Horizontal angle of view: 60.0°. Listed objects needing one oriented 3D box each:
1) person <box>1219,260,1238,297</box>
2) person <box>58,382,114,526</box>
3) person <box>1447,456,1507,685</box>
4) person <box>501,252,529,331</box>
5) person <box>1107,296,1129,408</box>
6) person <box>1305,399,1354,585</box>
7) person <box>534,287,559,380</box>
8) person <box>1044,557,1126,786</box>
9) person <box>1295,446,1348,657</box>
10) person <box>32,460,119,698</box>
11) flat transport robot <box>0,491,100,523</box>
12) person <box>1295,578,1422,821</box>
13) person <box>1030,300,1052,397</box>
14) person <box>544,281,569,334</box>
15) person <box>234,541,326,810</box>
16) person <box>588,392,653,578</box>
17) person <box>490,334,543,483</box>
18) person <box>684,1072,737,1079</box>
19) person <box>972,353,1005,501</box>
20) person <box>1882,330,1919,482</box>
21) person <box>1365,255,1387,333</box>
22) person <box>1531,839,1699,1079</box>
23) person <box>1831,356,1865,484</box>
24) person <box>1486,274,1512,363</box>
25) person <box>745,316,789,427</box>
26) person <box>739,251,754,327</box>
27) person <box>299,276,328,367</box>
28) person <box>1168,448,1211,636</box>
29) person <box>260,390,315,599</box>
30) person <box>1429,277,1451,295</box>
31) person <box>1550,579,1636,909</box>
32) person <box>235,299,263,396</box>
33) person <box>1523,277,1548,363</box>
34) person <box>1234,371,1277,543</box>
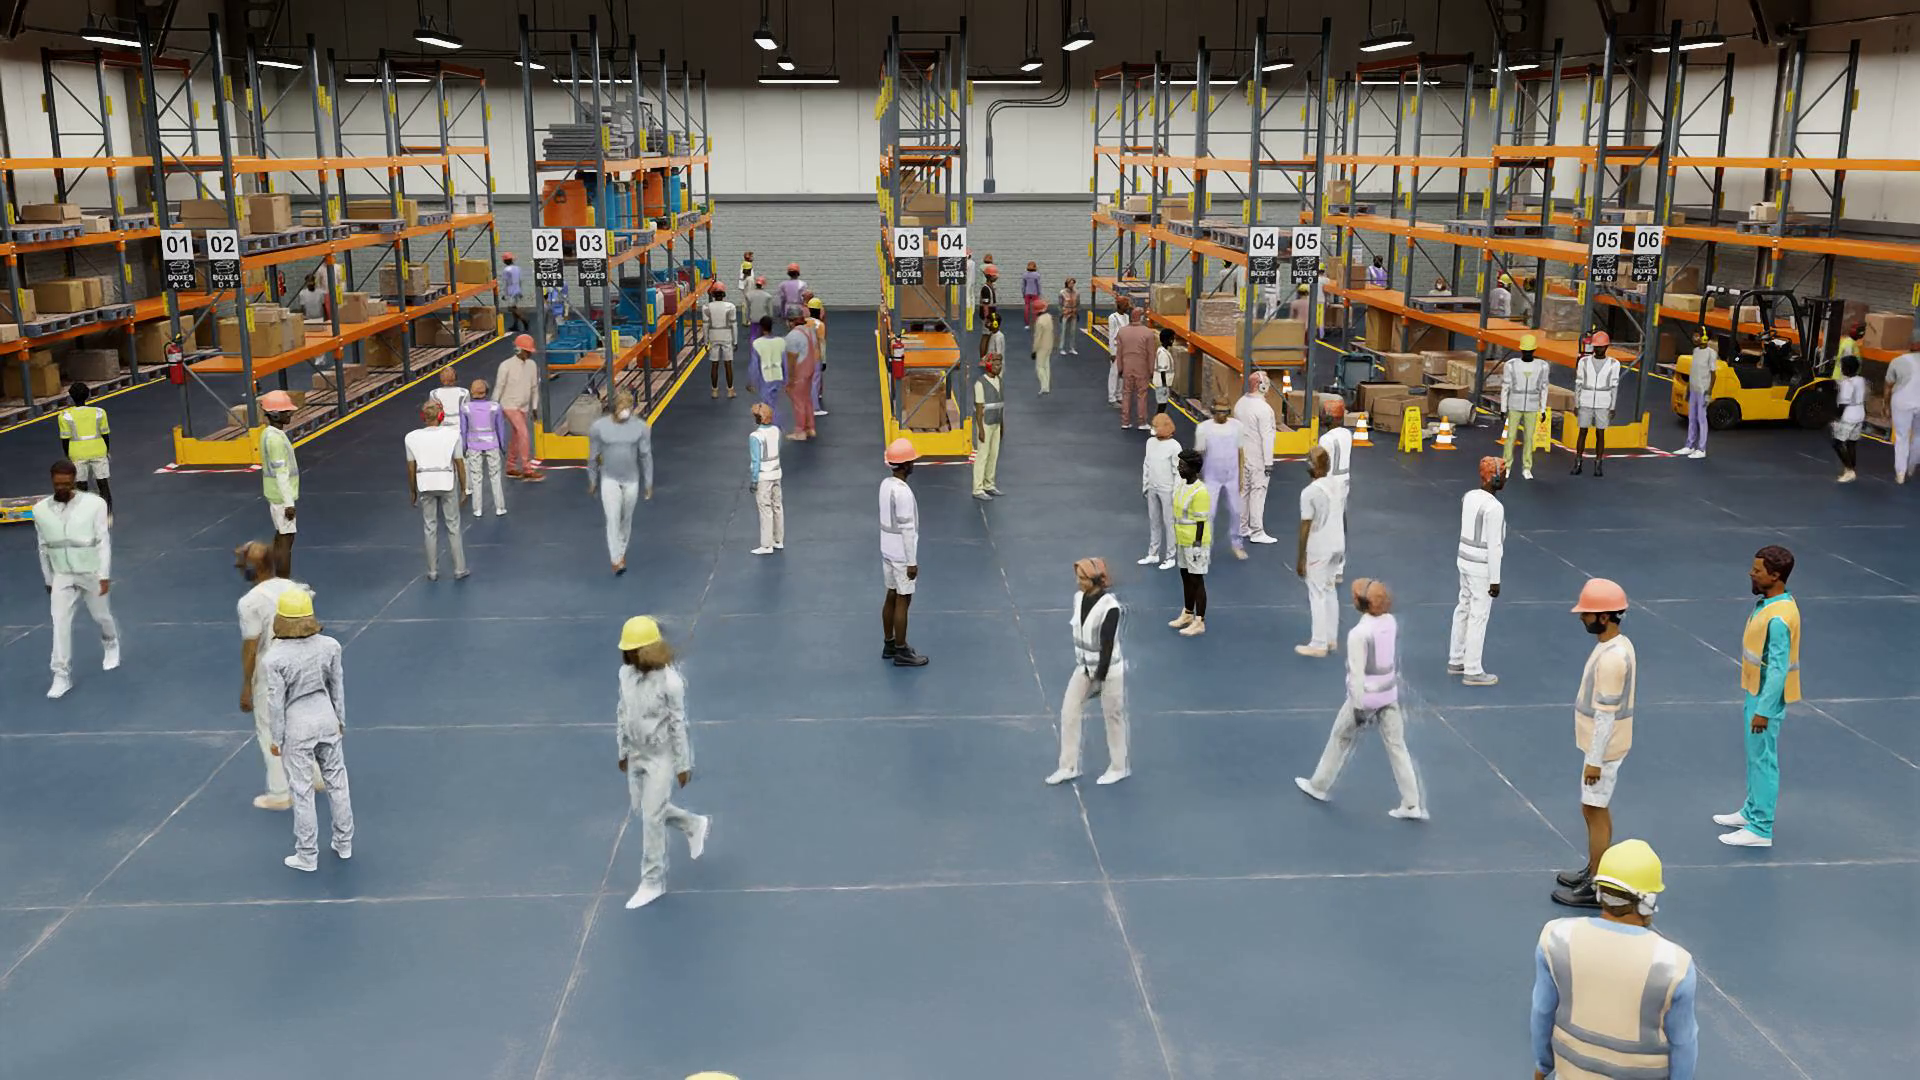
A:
[{"bbox_3d":[6.169,-5.623,38.476,0.520,1.862,0.328,-6,15,-24],"label":"person"},{"bbox_3d":[-10.019,-0.965,19.092,0.535,1.697,0.318,-12,18,-41],"label":"person"},{"bbox_3d":[4.250,0.245,13.596,0.355,1.877,0.574,-2,13,-8],"label":"person"},{"bbox_3d":[-10.566,-5.891,39.521,0.671,1.902,0.582,5,14,21],"label":"person"},{"bbox_3d":[2.697,-3.177,28.064,0.356,1.883,0.573,8,16,32],"label":"person"},{"bbox_3d":[3.690,-0.466,16.575,0.342,1.882,0.587,10,16,36],"label":"person"},{"bbox_3d":[-7.818,-3.891,31.365,0.349,1.758,0.522,0,13,2],"label":"person"},{"bbox_3d":[0.866,0.914,11.297,0.683,1.611,0.533,-8,16,-32],"label":"person"},{"bbox_3d":[3.096,0.103,14.300,0.573,1.822,0.390,-9,16,-34],"label":"person"},{"bbox_3d":[-7.195,0.251,13.568,0.588,1.871,0.976,-2,13,-10],"label":"person"},{"bbox_3d":[-10.860,-0.380,19.670,1.431,0.197,0.652,-7,15,-28],"label":"flat transport robot"},{"bbox_3d":[2.676,1.027,10.880,0.512,1.592,0.898,-11,17,-38],"label":"person"},{"bbox_3d":[1.452,-3.381,29.316,0.342,1.706,0.644,6,15,24],"label":"person"},{"bbox_3d":[-8.273,-4.628,33.869,0.615,2.040,0.380,1,13,4],"label":"person"},{"bbox_3d":[-4.522,0.898,10.989,0.344,1.828,0.589,4,14,18],"label":"person"},{"bbox_3d":[-3.456,-0.573,17.039,0.646,1.878,1.019,-5,14,-19],"label":"person"},{"bbox_3d":[-5.754,-1.730,21.836,0.742,1.944,0.640,7,15,29],"label":"person"},{"bbox_3d":[-0.817,2.370,4.861,0.463,1.743,0.584,-2,13,-7],"label":"person"},{"bbox_3d":[0.355,-1.419,20.735,0.384,1.834,0.560,8,16,31],"label":"person"},{"bbox_3d":[12.569,-1.814,21.953,0.695,2.000,1.008,5,14,22],"label":"person"},{"bbox_3d":[9.820,-5.799,39.261,0.621,1.845,0.429,-7,15,-28],"label":"person"},{"bbox_3d":[2.450,2.001,6.258,0.587,1.822,0.403,9,16,34],"label":"person"},{"bbox_3d":[11.588,-1.564,21.685,0.577,1.684,0.330,-11,17,-40],"label":"person"},{"bbox_3d":[10.932,-4.463,33.652,0.403,1.823,0.602,-5,14,-21],"label":"person"},{"bbox_3d":[-2.850,-2.342,24.492,0.550,1.900,0.588,13,18,43],"label":"person"},{"bbox_3d":[-5.201,-6.115,40.588,0.375,1.844,0.567,-4,14,-16],"label":"person"},{"bbox_3d":[-12.900,-4.358,33.196,0.540,1.817,1.008,-5,14,-19],"label":"person"},{"bbox_3d":[2.076,0.011,14.968,0.321,1.691,0.533,-3,14,-14],"label":"person"},{"bbox_3d":[-6.519,-0.430,16.091,0.393,2.039,0.614,-7,15,-29],"label":"person"},{"bbox_3d":[10.124,-4.730,35.174,0.498,1.634,0.283,7,15,27],"label":"person"},{"bbox_3d":[3.662,1.166,9.592,0.388,1.924,0.549,5,14,21],"label":"person"},{"bbox_3d":[-12.586,-3.412,29.385,0.319,1.737,0.485,1,13,3],"label":"person"},{"bbox_3d":[11.247,-4.213,32.556,0.504,1.845,0.687,-11,17,-39],"label":"person"},{"bbox_3d":[3.298,-0.922,18.452,0.407,1.913,0.641,-6,14,-22],"label":"person"}]
